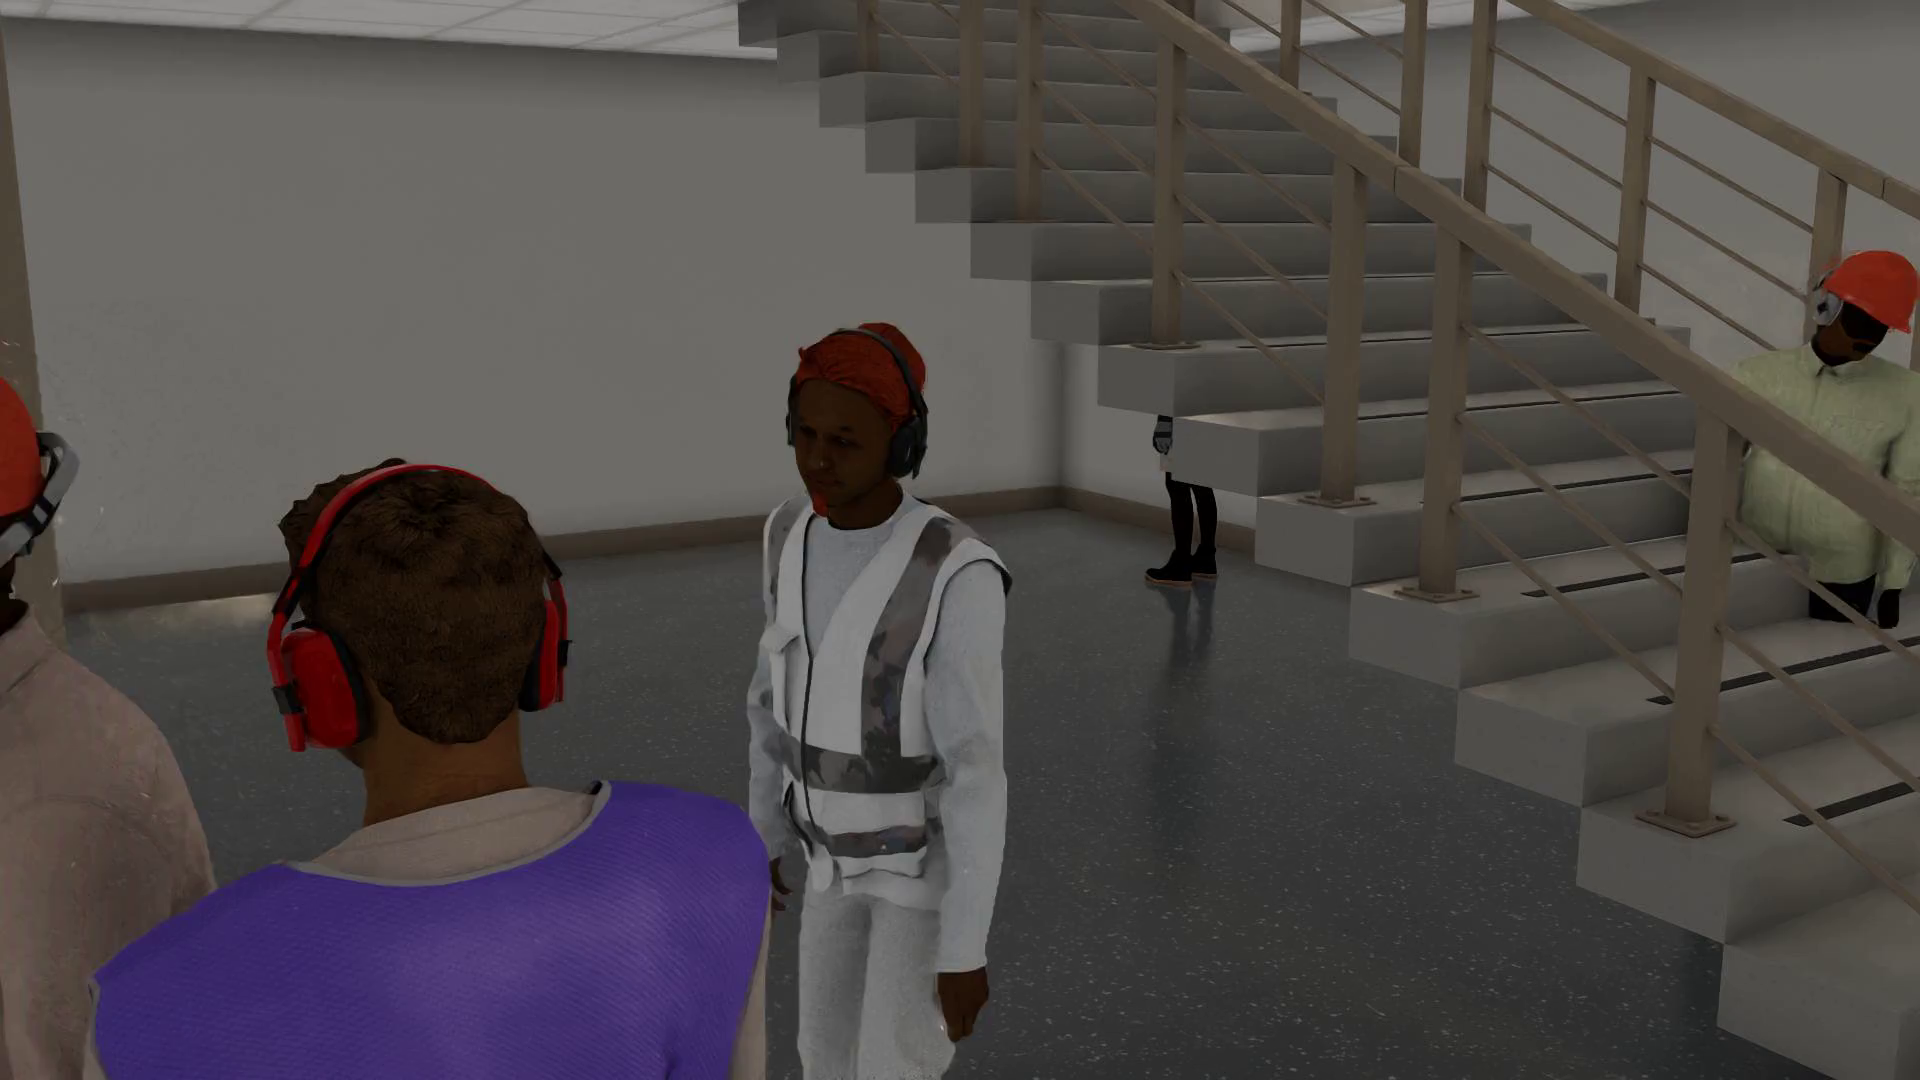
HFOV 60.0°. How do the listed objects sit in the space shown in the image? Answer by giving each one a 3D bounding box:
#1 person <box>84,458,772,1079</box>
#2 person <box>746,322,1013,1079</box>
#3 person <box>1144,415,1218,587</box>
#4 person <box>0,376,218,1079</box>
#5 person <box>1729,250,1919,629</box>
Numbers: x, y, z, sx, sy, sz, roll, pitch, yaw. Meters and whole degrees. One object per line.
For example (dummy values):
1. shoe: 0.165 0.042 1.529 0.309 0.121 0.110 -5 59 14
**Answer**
1. person: -0.394 0.850 1.433 0.560 1.836 0.389 -9 14 -38
2. person: -0.159 0.565 2.817 0.418 1.870 0.658 -8 13 -37
3. person: 1.279 -0.719 9.354 0.371 1.958 0.598 7 13 33
4. person: -0.932 0.741 1.741 0.627 1.933 1.087 10 15 43
5. person: 2.597 0.066 5.261 0.779 1.942 0.482 9 14 38
